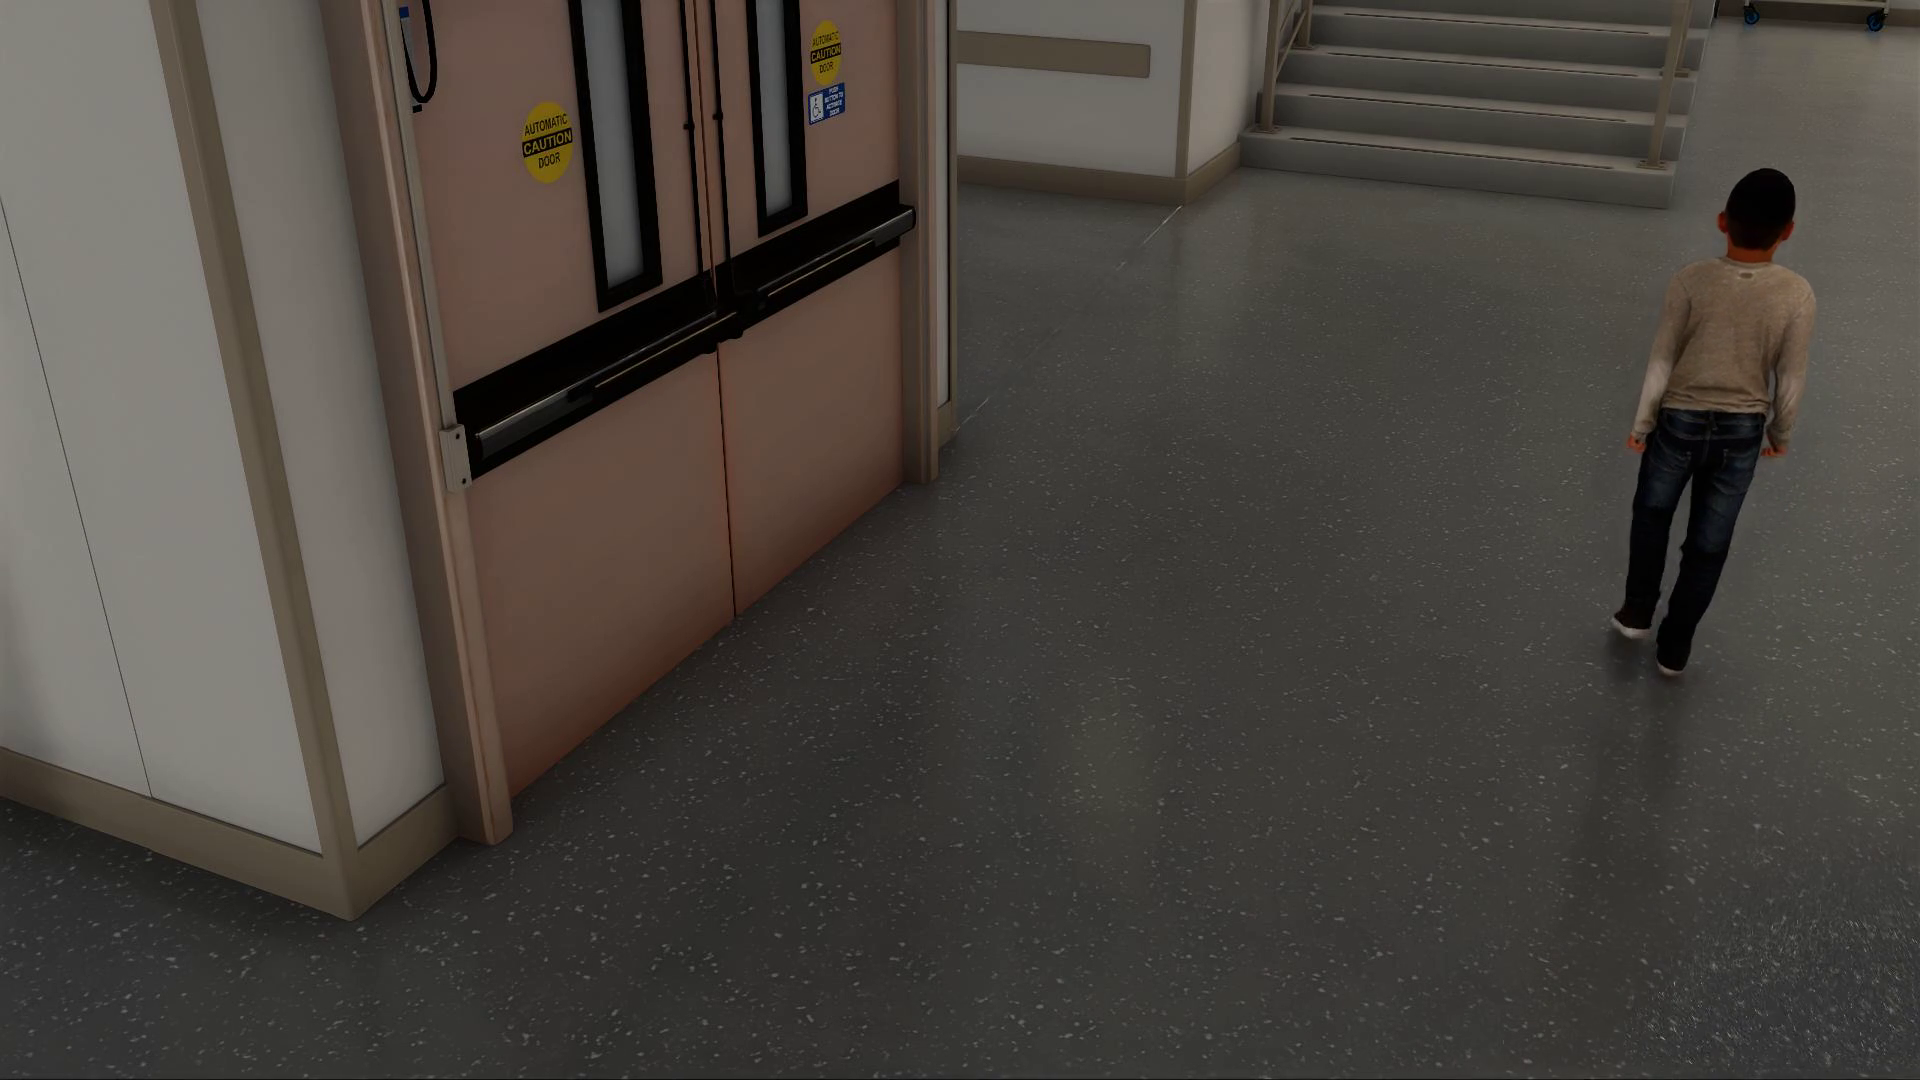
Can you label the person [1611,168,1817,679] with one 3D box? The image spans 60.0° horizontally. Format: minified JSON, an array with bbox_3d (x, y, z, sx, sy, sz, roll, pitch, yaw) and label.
[{"bbox_3d":[2.061,-0.269,4.588,0.577,1.454,0.535,10,27,20],"label":"person"}]
